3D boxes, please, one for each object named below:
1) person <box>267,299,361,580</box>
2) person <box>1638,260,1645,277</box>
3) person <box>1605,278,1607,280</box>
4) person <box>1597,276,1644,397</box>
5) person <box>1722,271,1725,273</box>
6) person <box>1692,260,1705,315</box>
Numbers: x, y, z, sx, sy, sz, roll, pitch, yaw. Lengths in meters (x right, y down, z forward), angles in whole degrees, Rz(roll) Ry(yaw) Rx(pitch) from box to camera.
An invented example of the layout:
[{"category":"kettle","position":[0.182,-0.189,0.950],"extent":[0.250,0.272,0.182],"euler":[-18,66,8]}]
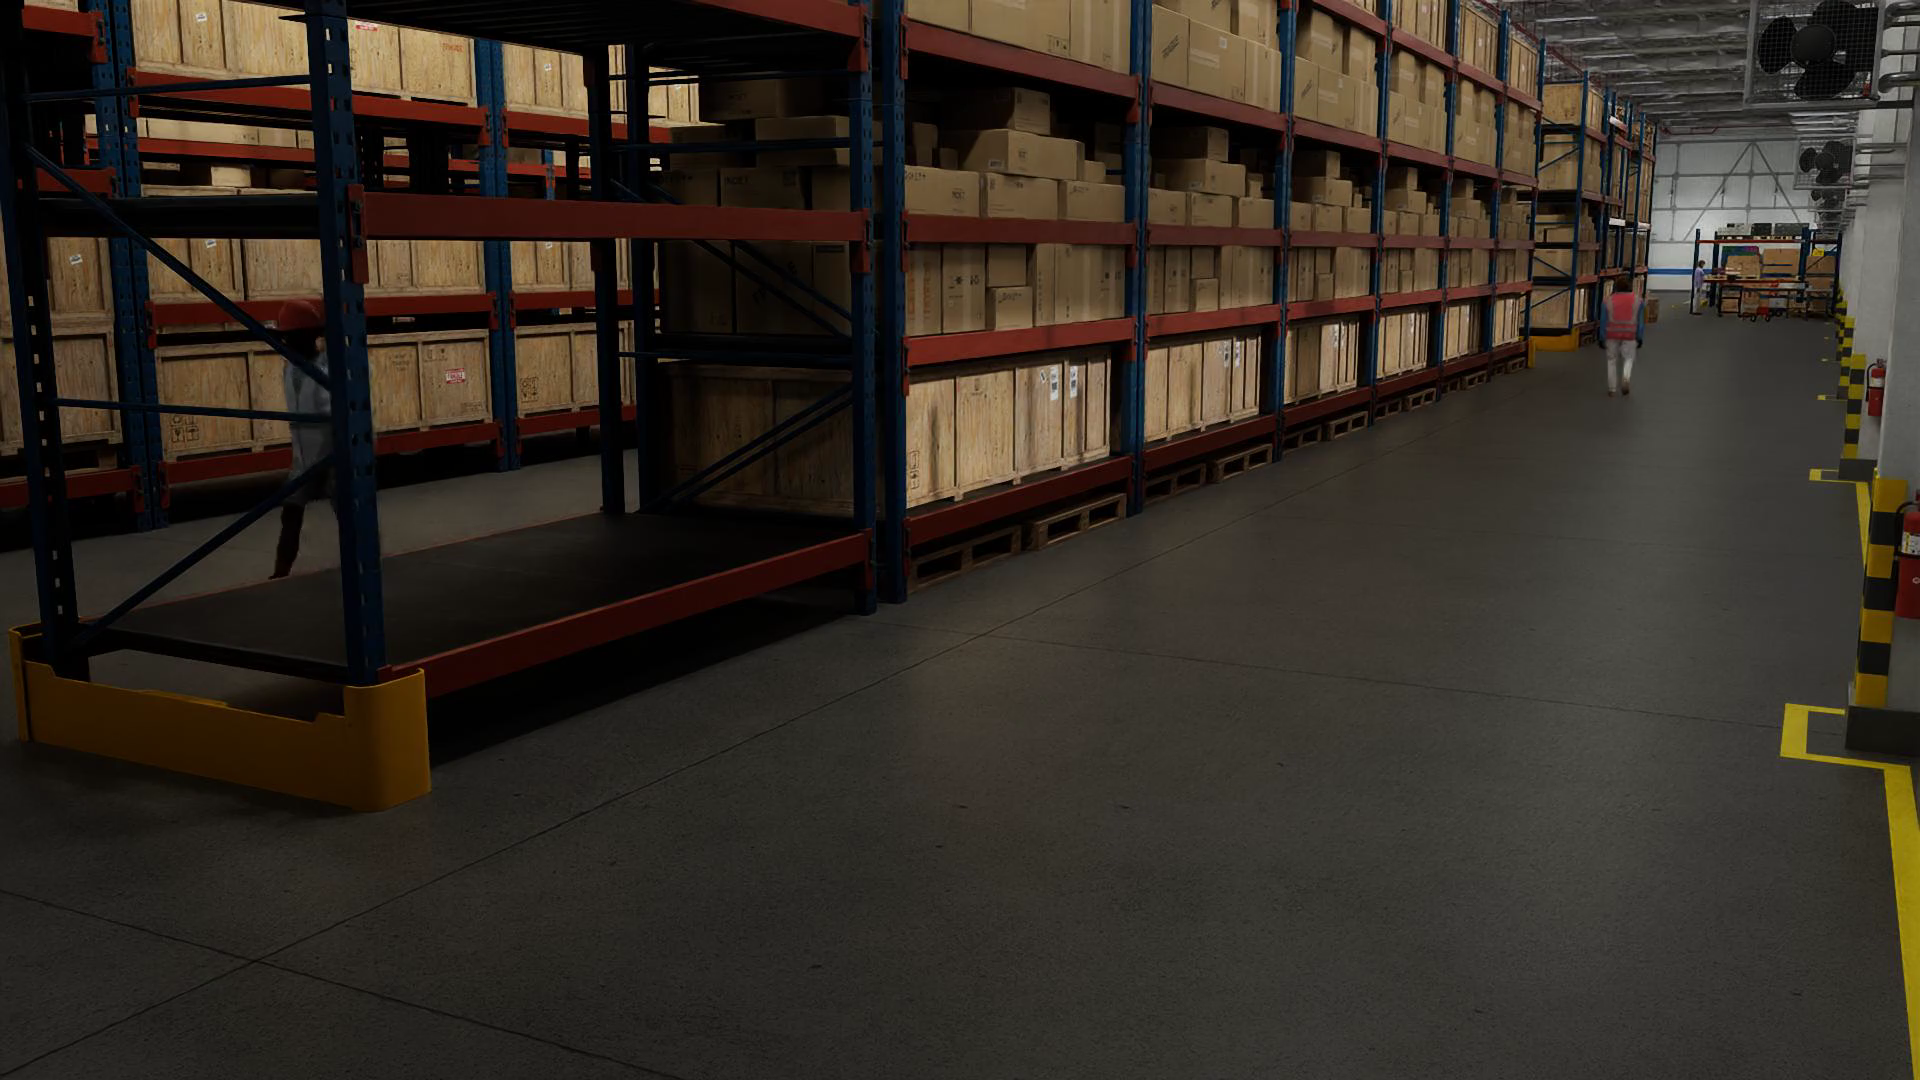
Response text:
[{"category":"person","position":[-3.968,-0.498,10.086],"extent":[0.557,1.889,0.961],"euler":[5,11,26]},{"category":"person","position":[33.709,-12.976,82.195],"extent":[0.372,1.940,0.627],"euler":[5,11,27]},{"category":"person","position":[18.168,-6.727,46.990],"extent":[0.349,1.610,0.607],"euler":[-6,11,-30]},{"category":"person","position":[9.962,-3.062,25.110],"extent":[0.657,1.828,0.455],"euler":[3,10,16]},{"category":"person","position":[35.135,-11.875,75.962],"extent":[0.568,1.891,0.957],"euler":[1,10,5]},{"category":"person","position":[25.867,-8.836,58.232],"extent":[0.372,1.938,0.627],"euler":[5,11,27]}]
